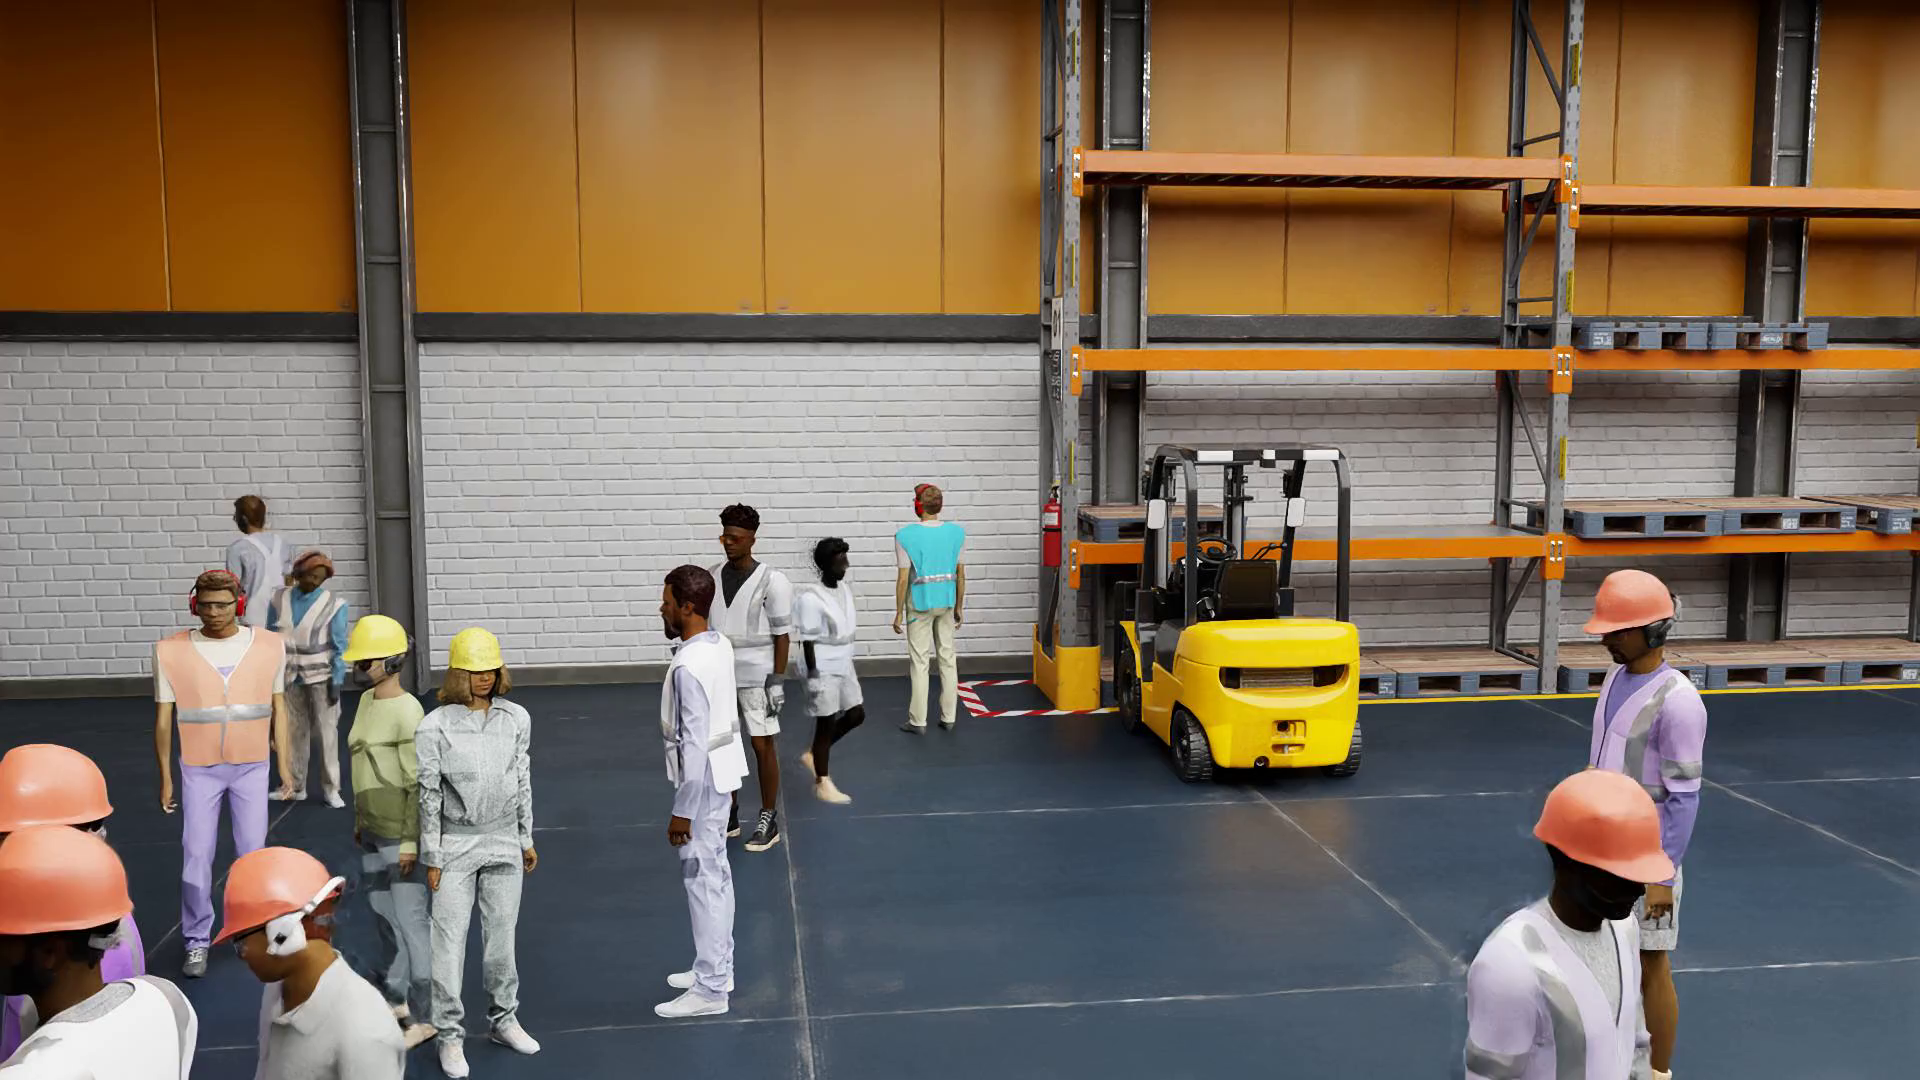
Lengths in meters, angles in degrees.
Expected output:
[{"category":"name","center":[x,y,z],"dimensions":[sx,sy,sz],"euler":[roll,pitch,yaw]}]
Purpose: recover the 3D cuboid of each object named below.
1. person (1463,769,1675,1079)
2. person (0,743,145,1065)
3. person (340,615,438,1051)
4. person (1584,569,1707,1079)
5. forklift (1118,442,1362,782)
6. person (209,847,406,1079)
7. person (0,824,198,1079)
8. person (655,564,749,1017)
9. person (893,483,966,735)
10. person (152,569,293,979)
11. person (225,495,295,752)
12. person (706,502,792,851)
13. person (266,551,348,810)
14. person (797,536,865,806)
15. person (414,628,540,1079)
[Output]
[{"category":"person","center":[1.375,1.443,3.759],"dimensions":[0.454,1.911,0.537],"euler":[6,9,42]},{"category":"person","center":[-2.045,1.420,3.830],"dimensions":[0.362,1.939,0.542],"euler":[-4,8,-34]},{"category":"person","center":[-2.320,1.174,6.733],"dimensions":[0.313,1.768,0.522],"euler":[-6,9,-43]},{"category":"person","center":[2.442,1.116,6.078],"dimensions":[0.384,2.035,0.605],"euler":[-1,7,-5]},{"category":"forklift","center":[1.912,0.418,11.496],"dimensions":[1.214,2.155,2.313],"euler":[-1,7,-8]},{"category":"person","center":[-1.482,1.547,3.709],"dimensions":[0.607,1.710,0.622],"euler":[-6,9,-40]},{"category":"person","center":[-1.686,1.493,3.189],"dimensions":[0.356,1.938,0.552],"euler":[0,7,3]},{"category":"person","center":[-1.106,1.057,7.096],"dimensions":[0.392,1.919,0.590],"euler":[0,7,1]},{"category":"person","center":[-0.216,0.509,12.193],"dimensions":[0.568,1.849,0.386],"euler":[-3,7,-28]},{"category":"person","center":[-3.353,1.039,7.584],"dimensions":[0.568,1.840,0.374],"euler":[-4,8,-32]},{"category":"person","center":[-5.007,0.585,11.711],"dimensions":[0.925,1.800,0.505],"euler":[3,7,23]},{"category":"person","center":[-1.237,0.767,9.428],"dimensions":[0.608,1.966,0.365],"euler":[4,7,28]},{"category":"person","center":[-4.051,0.857,10.191],"dimensions":[0.659,1.608,0.329],"euler":[1,7,12]},{"category":"person","center":[-0.819,0.804,10.319],"dimensions":[0.398,1.678,0.549],"euler":[3,7,28]},{"category":"person","center":[-1.889,1.206,6.552],"dimensions":[0.486,1.744,0.294],"euler":[-6,9,-44]}]
